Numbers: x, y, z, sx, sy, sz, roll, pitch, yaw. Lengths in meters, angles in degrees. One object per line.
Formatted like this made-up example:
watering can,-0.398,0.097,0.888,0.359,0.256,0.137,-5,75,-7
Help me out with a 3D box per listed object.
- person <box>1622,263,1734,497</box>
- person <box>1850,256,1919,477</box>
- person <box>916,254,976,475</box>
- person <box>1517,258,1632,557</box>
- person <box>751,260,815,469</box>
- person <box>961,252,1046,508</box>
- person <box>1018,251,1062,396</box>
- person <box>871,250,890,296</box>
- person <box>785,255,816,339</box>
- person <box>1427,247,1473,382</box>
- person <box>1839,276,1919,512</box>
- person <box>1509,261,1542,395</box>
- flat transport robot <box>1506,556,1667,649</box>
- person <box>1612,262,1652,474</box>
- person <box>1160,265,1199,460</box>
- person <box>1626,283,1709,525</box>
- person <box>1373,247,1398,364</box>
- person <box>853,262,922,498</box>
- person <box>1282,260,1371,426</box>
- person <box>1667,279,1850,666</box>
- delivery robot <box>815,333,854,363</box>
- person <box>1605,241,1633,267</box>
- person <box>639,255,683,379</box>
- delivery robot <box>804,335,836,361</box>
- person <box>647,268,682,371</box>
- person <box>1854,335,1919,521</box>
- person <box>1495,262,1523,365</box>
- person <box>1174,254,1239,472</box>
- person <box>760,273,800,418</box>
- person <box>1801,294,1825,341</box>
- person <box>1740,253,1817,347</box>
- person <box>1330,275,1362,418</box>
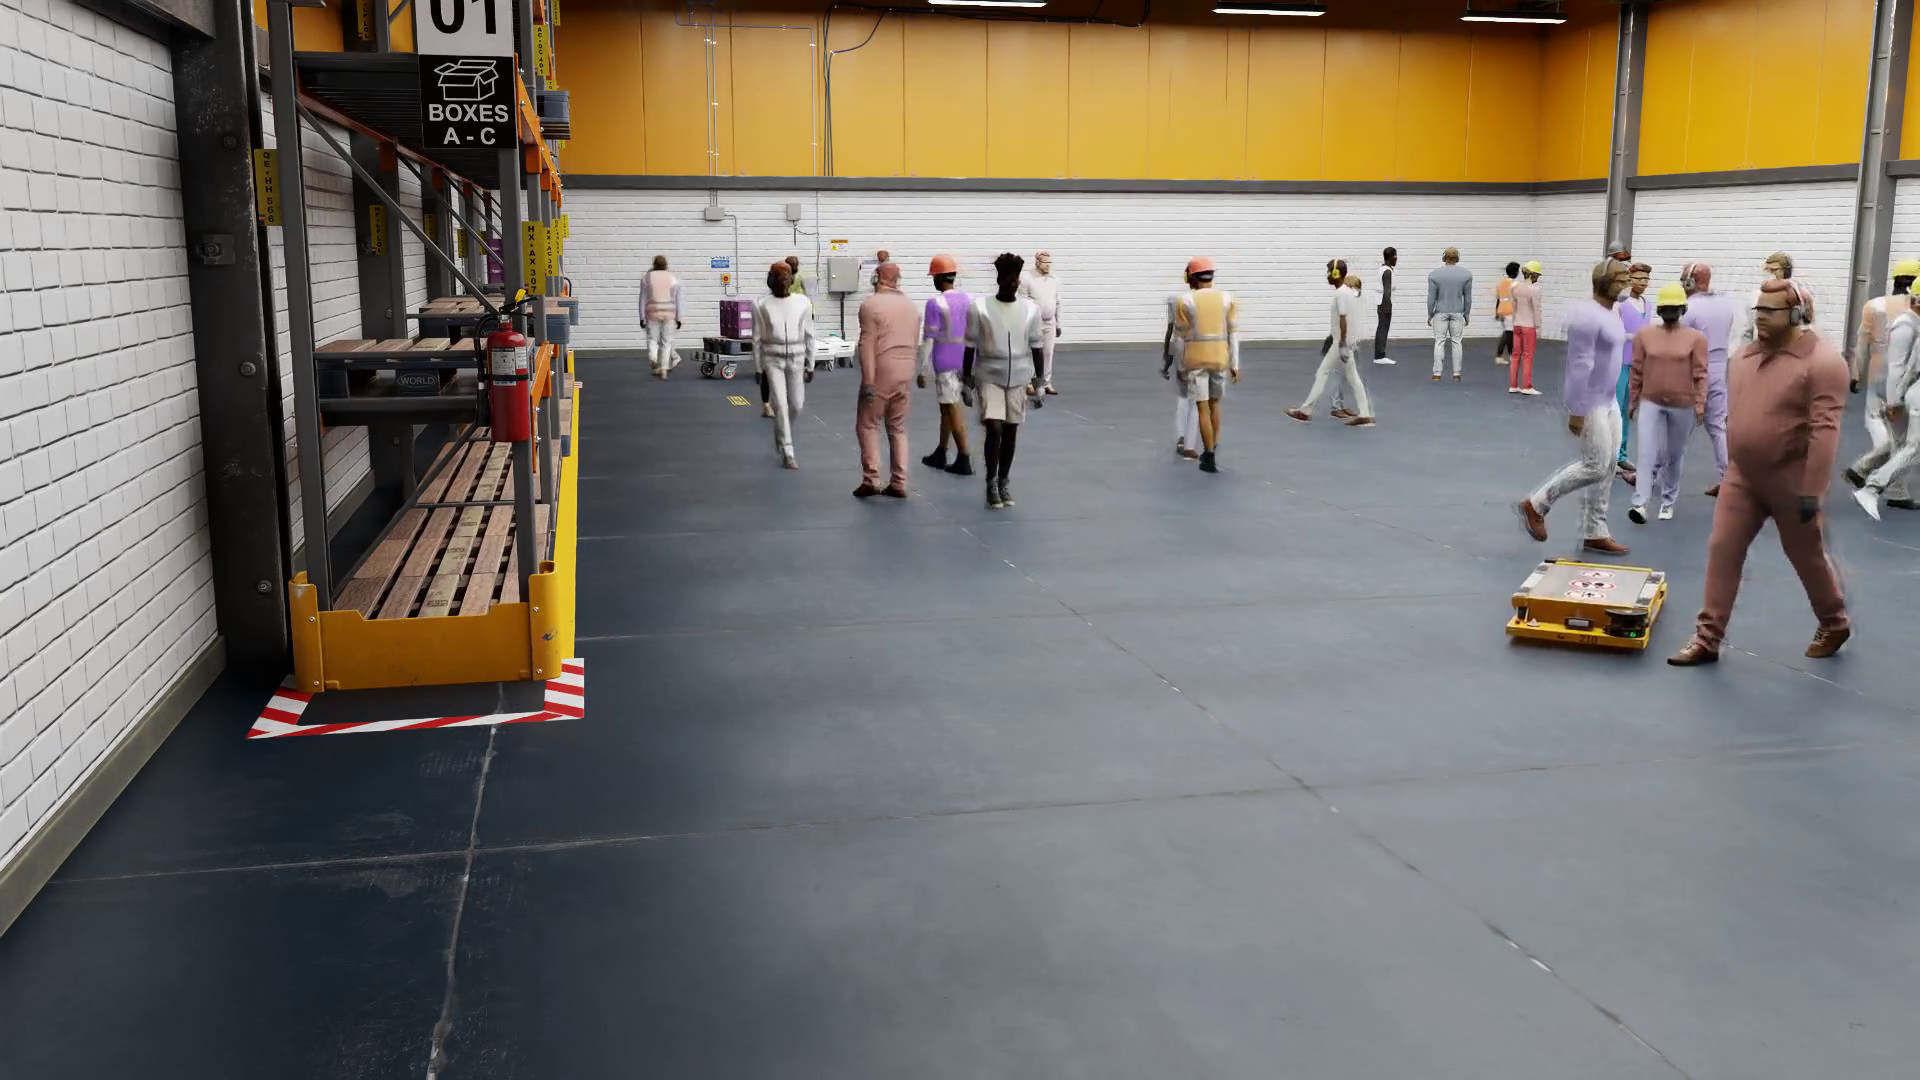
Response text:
person,5.886,-1.280,13.325,0.648,1.855,0.986,-5,11,-26
person,7.693,-1.368,13.658,0.589,1.906,0.735,2,10,10
person,-0.172,-1.537,14.580,0.824,1.905,0.581,10,14,43
person,4.052,-0.859,10.777,0.612,1.923,0.637,8,13,38
person,-1.612,-1.602,15.083,0.578,1.862,0.774,-3,11,-18
person,0.357,-1.197,12.598,0.630,1.935,0.646,-3,11,-17
person,1.072,-2.852,21.921,0.643,1.896,0.405,-5,11,-26
person,-1.414,-4.095,28.863,0.529,1.870,0.586,-2,10,-11
person,-2.611,-3.818,27.566,0.925,1.800,0.642,-10,14,-43
person,7.035,-3.242,23.952,0.630,1.940,0.372,2,10,8
person,7.095,-1.120,12.575,0.599,1.809,0.618,8,13,37
person,7.504,-2.798,21.990,0.320,1.762,0.522,-4,11,-21
flat transport robot,3.366,0.315,8.865,0.652,0.197,1.431,5,11,26
person,5.838,-1.508,14.614,0.564,1.841,0.391,-8,13,-39
person,2.167,-1.674,15.502,0.550,1.847,0.527,5,11,25
person,5.036,-0.960,11.883,0.547,1.717,0.877,6,12,29
person,7.041,-3.880,27.545,0.377,1.916,0.600,1,10,6
person,-0.563,-1.269,13.230,0.686,1.863,0.488,-10,14,-44
person,4.095,-2.155,18.275,0.999,1.810,0.509,5,11,27
person,3.942,-0.317,7.986,1.008,1.862,0.655,-5,11,-25
delivery robot,-2.030,-3.060,26.522,0.707,0.478,0.477,-9,13,-41
person,9.521,-3.340,24.214,0.536,2.000,0.672,9,14,41
person,-4.371,-3.256,24.386,0.650,1.819,0.552,-3,11,-14
delivery robot,-2.299,-2.939,25.851,0.707,0.478,0.477,-5,11,-26
person,-4.628,-3.424,25.820,0.402,1.617,0.548,-4,11,-20
person,6.977,-0.980,12.121,0.905,1.690,0.515,-1,10,-5
person,9.068,-3.696,27.220,0.767,1.669,0.540,-4,11,-19
person,2.156,-1.578,14.823,0.544,1.901,0.796,-2,10,-12
person,-2.077,-2.210,18.964,0.547,1.679,0.626,-8,13,-37
person,6.871,-1.220,13.712,0.535,1.609,0.449,-2,10,-10
person,6.888,-1.443,14.082,0.579,1.935,0.646,-6,12,-30
person,4.456,-2.225,19.162,0.278,1.633,0.497,7,12,34
